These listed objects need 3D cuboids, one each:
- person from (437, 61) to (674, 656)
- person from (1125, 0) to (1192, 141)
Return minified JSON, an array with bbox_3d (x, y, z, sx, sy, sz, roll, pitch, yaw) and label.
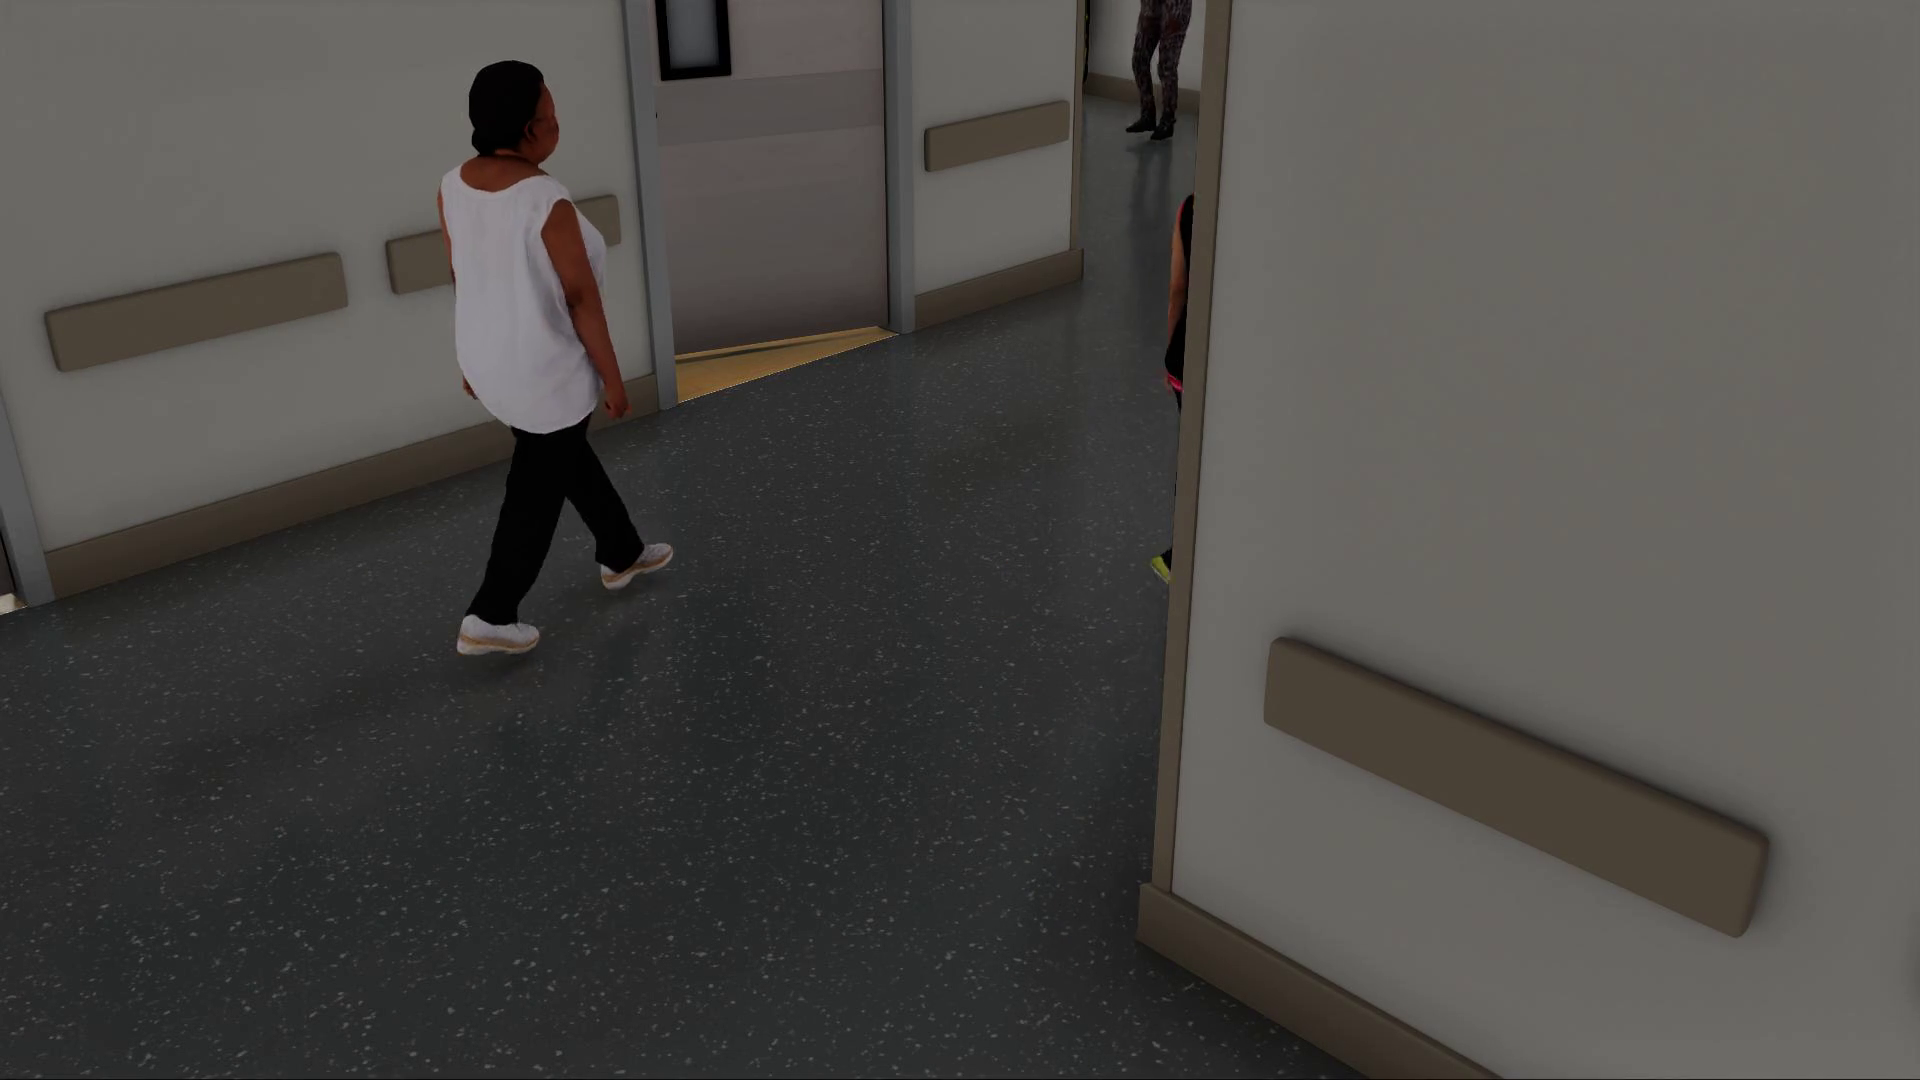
[{"bbox_3d":[-1.228,-0.453,4.663,0.708,1.650,1.097,21,33,36],"label":"person"},{"bbox_3d":[1.348,-3.440,10.812,0.619,1.689,0.652,-11,28,-22],"label":"person"}]
